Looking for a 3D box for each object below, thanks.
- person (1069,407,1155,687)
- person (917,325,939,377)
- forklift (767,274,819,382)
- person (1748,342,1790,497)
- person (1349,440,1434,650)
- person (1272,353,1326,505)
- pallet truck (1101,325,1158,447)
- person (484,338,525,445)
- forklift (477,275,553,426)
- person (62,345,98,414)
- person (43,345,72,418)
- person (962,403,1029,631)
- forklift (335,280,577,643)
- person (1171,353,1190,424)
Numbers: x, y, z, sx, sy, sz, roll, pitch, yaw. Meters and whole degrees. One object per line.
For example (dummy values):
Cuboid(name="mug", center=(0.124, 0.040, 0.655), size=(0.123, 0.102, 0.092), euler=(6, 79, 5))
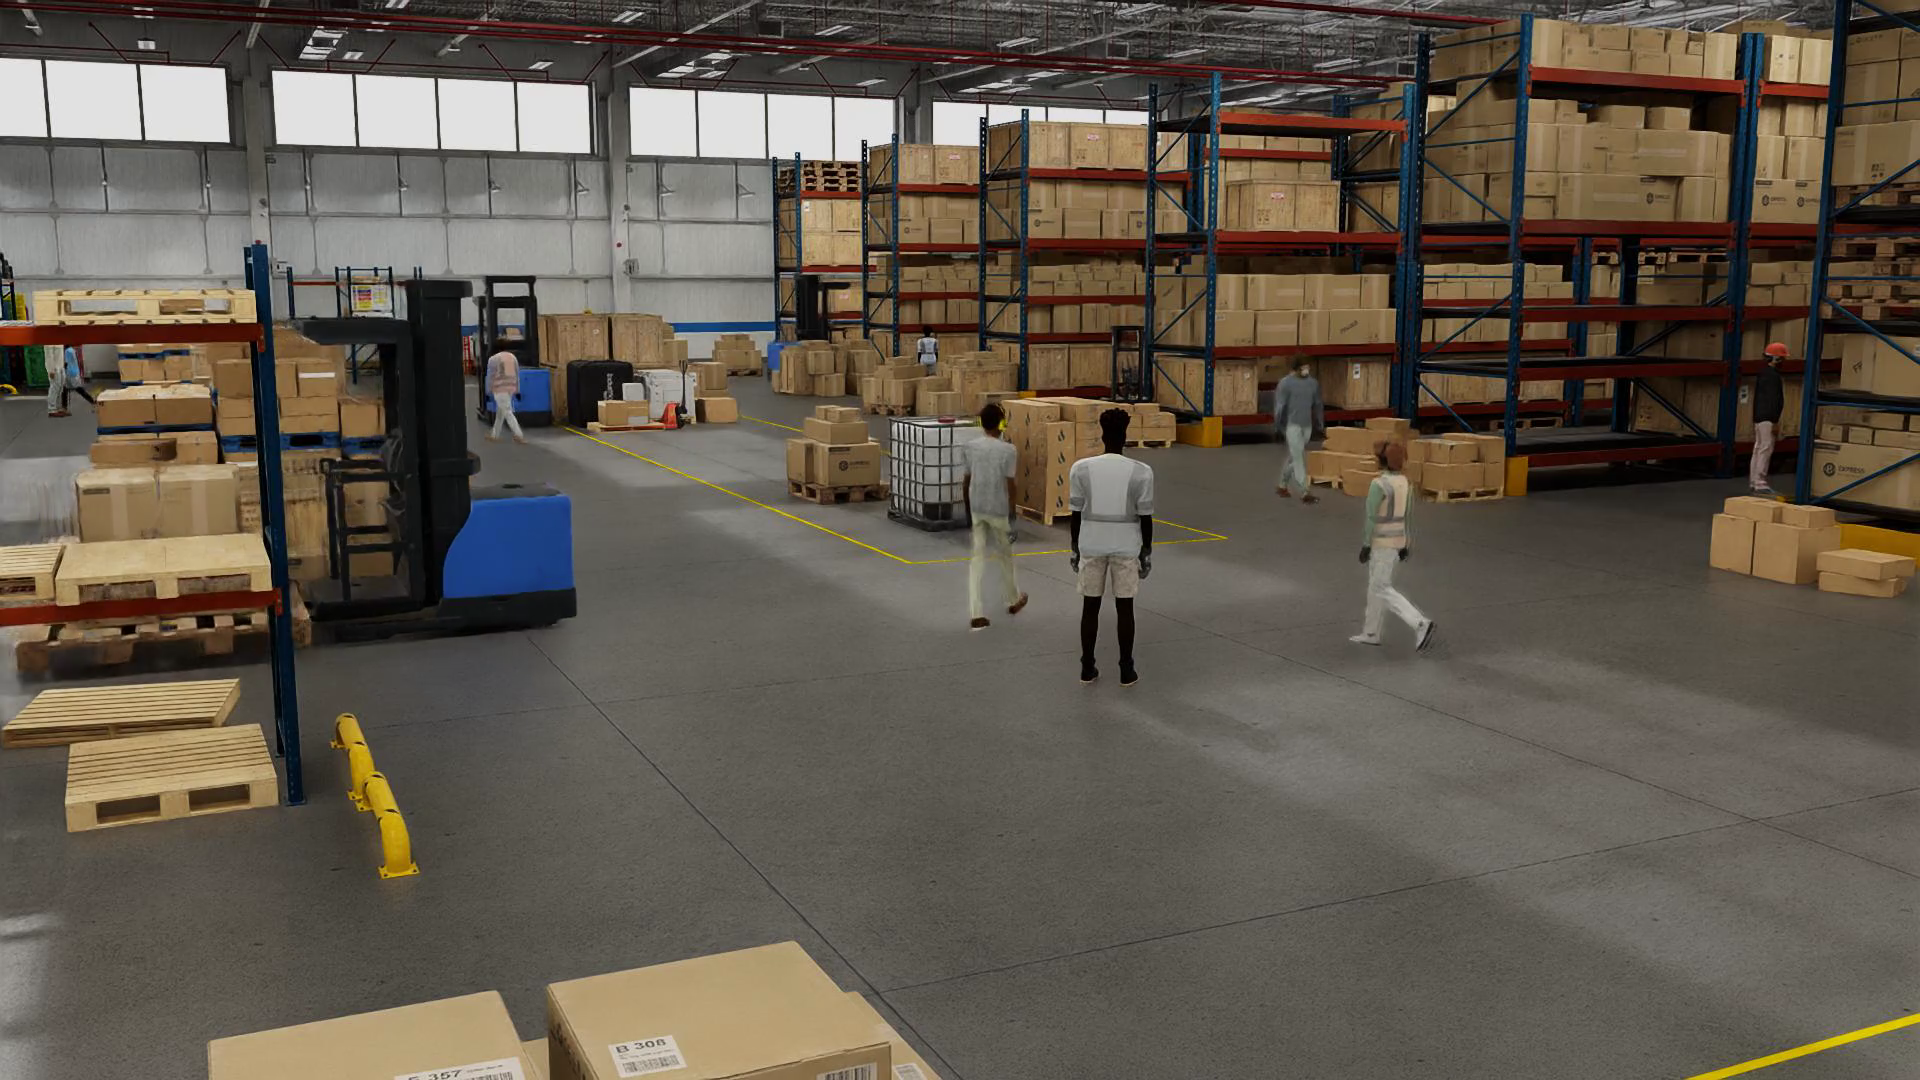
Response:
Cuboid(name="person", center=(1.055, 0.056, 11.615), size=(0.599, 1.959, 0.377), euler=(2, 9, 10))
Cuboid(name="person", center=(-0.730, -4.003, 37.575), size=(0.540, 1.697, 0.317), euler=(-5, 10, -26))
Cuboid(name="forklift", center=(-3.951, -5.427, 42.757), size=(1.873, 2.768, 1.129), euler=(-4, 10, -25))
Cuboid(name="person", center=(10.470, -1.563, 21.531), size=(0.393, 1.992, 0.615), euler=(2, 9, 11))
Cuboid(name="person", center=(3.314, 0.047, 12.684), size=(0.667, 1.622, 0.511), euler=(7, 12, 38))
Cuboid(name="person", center=(4.253, -1.413, 20.969), size=(0.619, 1.892, 1.011), euler=(-5, 10, -27))
Cuboid(name="pallet truck", center=(2.881, -2.596, 27.923), size=(0.823, 1.965, 1.885), euler=(-1, 9, -7))
Cuboid(name="person", center=(-7.679, -2.495, 27.962), size=(0.976, 1.788, 0.629), euler=(4, 10, 24))
Cuboid(name="forklift", center=(-8.440, -3.593, 31.377), size=(1.129, 2.768, 1.873), euler=(-4, 10, -25))
Cuboid(name="person", center=(-17.985, -3.372, 33.799), size=(0.855, 1.659, 0.524), euler=(-5, 10, -28))
Cuboid(name="person", center=(-17.996, -3.392, 33.103), size=(0.362, 1.929, 0.629), euler=(-1, 9, -9))
Cuboid(name="person", center=(0.283, -0.210, 13.650), size=(0.555, 1.822, 0.945), euler=(4, 10, 23))
Cuboid(name="forklift", center=(-4.180, -0.705, 13.461), size=(1.873, 2.768, 1.129), euler=(-4, 10, -25))
Cuboid(name="person", center=(4.185, -3.146, 31.630), size=(0.865, 1.901, 0.558), euler=(-9, 13, -44))
